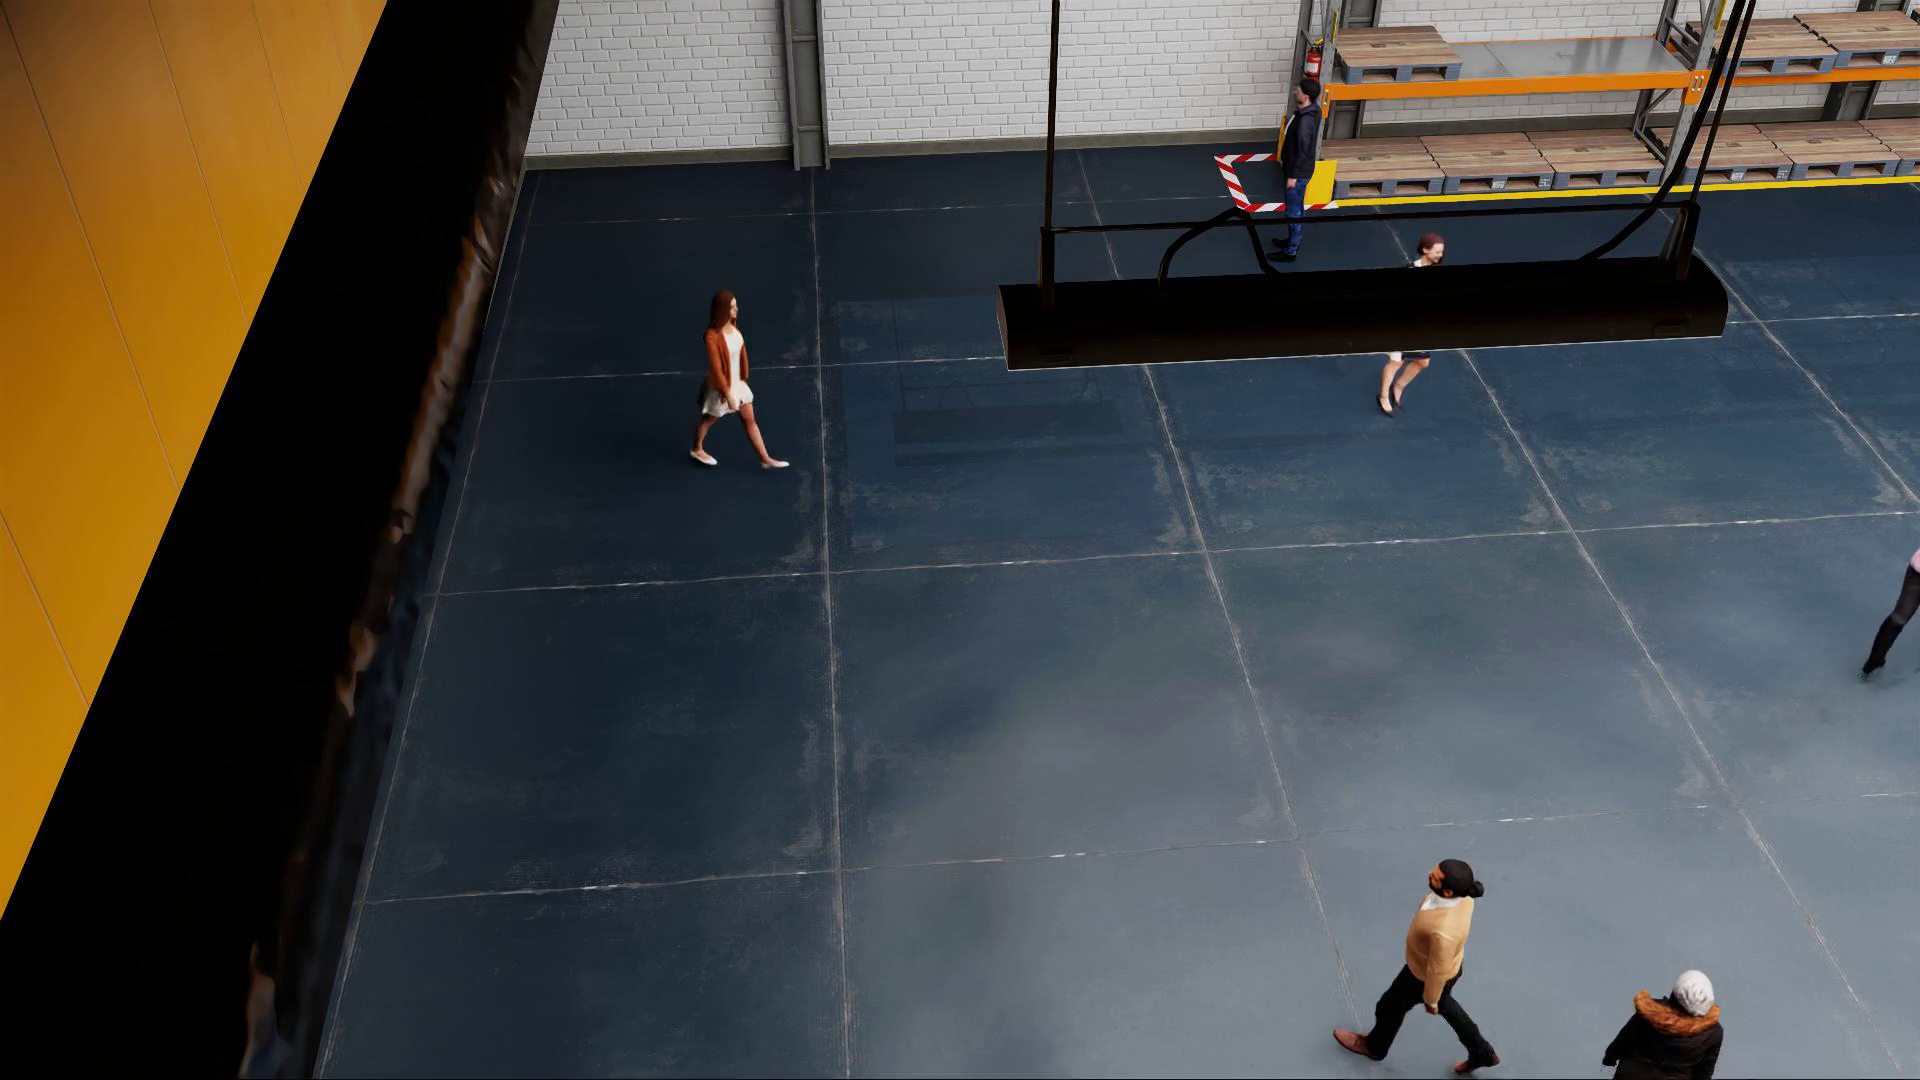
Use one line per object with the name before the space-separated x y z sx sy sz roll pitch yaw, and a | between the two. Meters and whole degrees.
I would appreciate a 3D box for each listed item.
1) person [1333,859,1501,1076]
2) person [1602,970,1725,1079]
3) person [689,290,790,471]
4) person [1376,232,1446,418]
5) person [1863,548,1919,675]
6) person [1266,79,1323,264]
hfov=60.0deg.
person | 2.627 2.336 9.010 1.222 1.730 1.031 18 42 21
person | 3.550 2.824 8.509 1.083 1.592 0.963 11 40 14
person | -2.003 -1.271 13.569 1.192 1.676 0.984 17 42 20
person | 3.765 -1.861 14.221 0.706 1.785 0.785 -24 44 -27
person | 6.797 0.280 11.660 1.212 1.637 0.995 -24 45 -27
person | 3.341 -3.645 16.367 0.725 1.894 0.753 12 40 15
